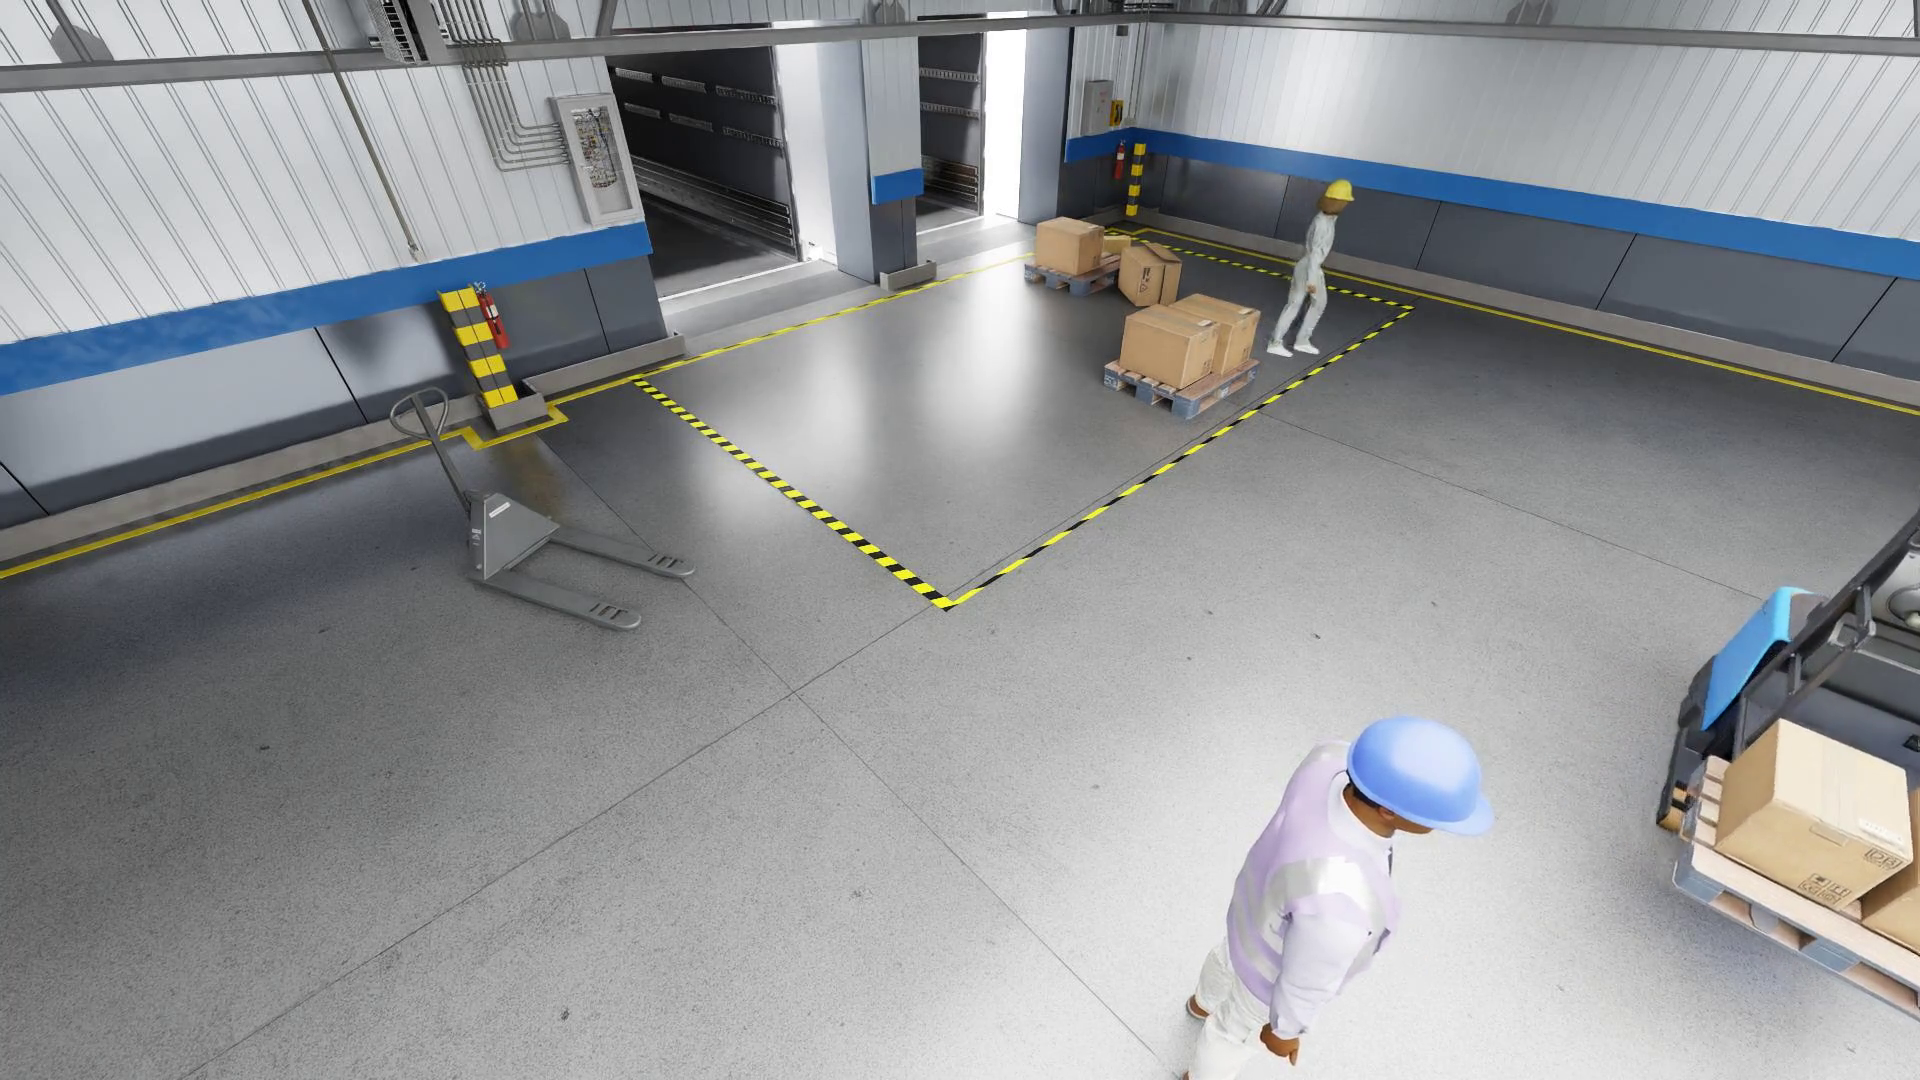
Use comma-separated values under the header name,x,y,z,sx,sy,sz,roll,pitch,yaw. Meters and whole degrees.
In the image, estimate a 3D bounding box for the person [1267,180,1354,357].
name,x,y,z,sx,sy,sz,roll,pitch,yaw
person,3.536,-2.652,7.304,0.507,1.724,0.516,20,42,24

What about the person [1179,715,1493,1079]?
name,x,y,z,sx,sy,sz,roll,pitch,yaw
person,0.990,1.176,2.171,0.403,1.946,0.607,15,40,19

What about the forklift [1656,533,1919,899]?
name,x,y,z,sx,sy,sz,roll,pitch,yaw
forklift,4.169,0.352,3.162,0.716,2.013,0.776,30,47,33

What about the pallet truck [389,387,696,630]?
name,x,y,z,sx,sy,sz,roll,pitch,yaw
pallet truck,-2.613,-0.247,4.593,1.601,1.201,0.680,14,40,17
